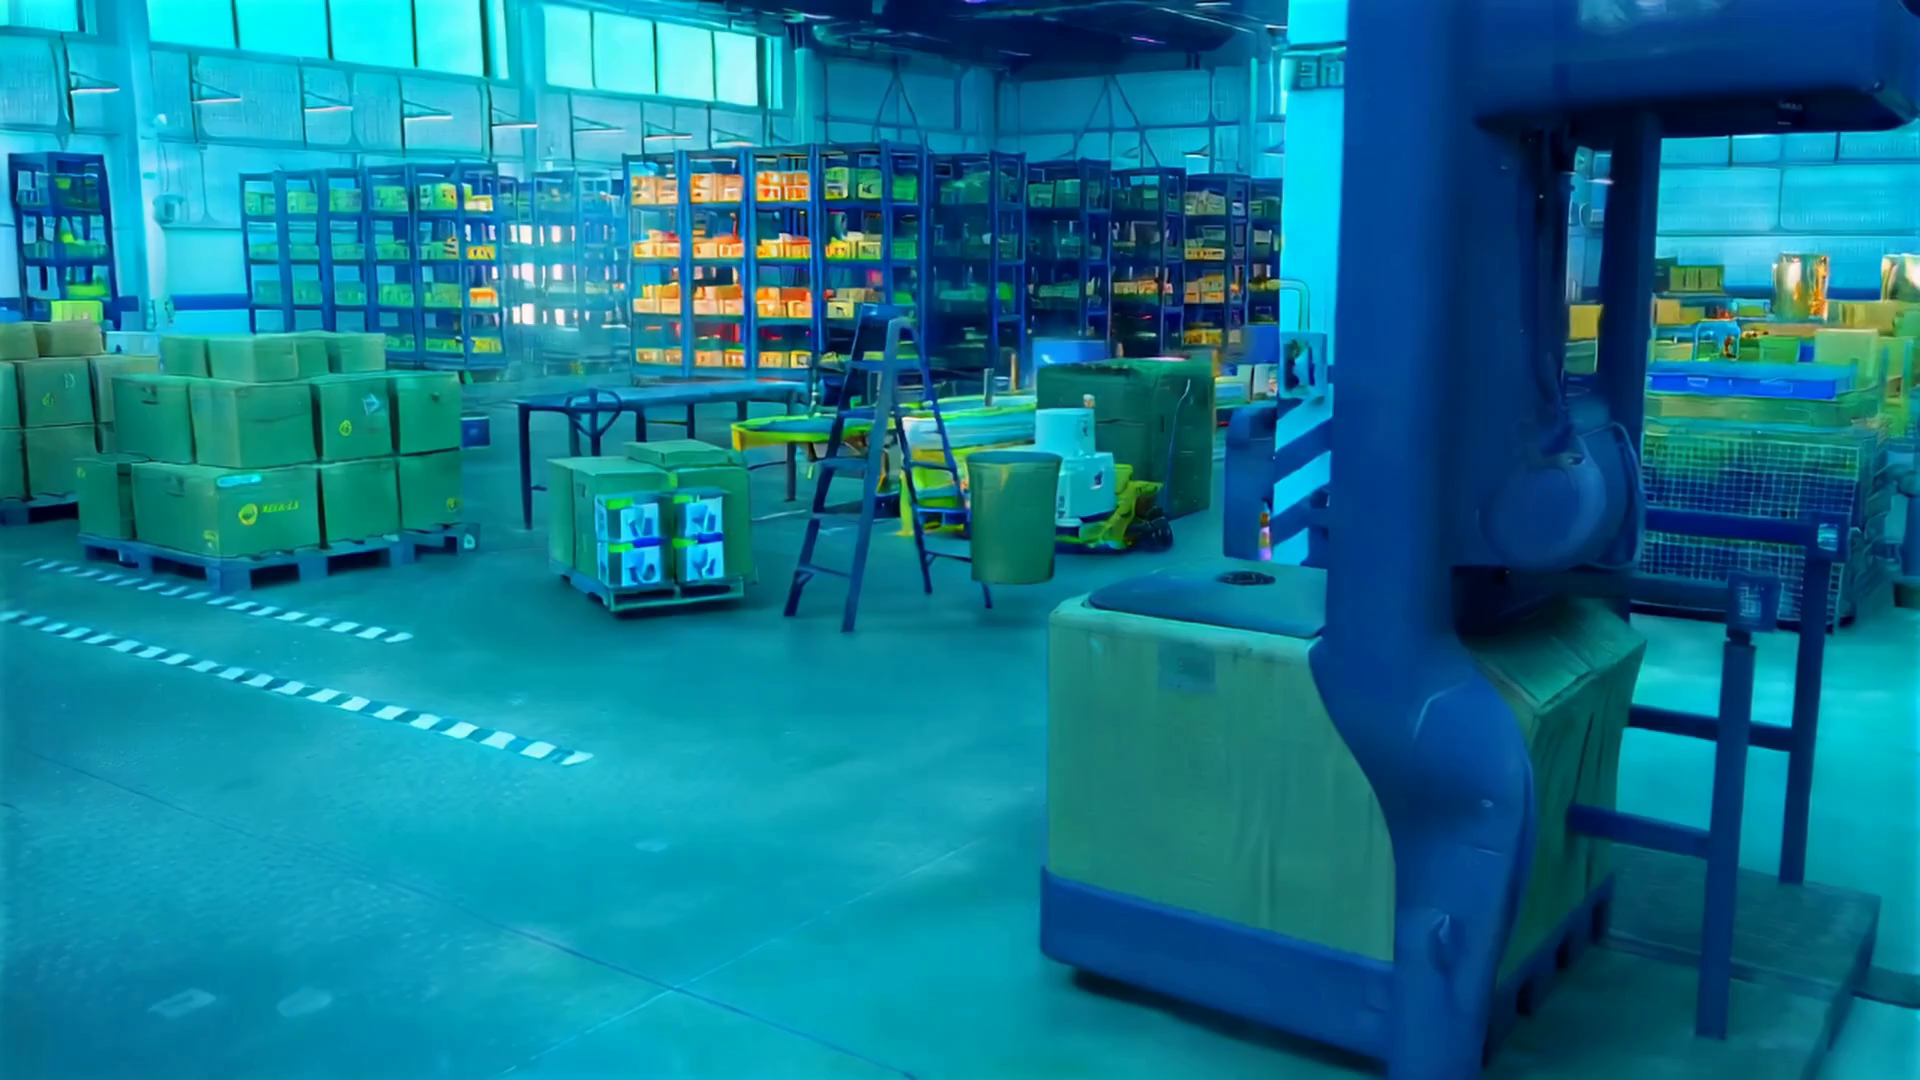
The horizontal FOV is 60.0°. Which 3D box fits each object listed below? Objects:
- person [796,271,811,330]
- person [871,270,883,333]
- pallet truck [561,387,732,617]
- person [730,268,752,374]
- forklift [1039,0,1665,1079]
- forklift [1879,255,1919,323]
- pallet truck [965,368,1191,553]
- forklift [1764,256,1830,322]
[{"bbox_3d":[-3.253,-4.513,33.558,0.567,1.828,0.728,8,12,39],"label":"person"},{"bbox_3d":[-1.708,-4.522,33.579,0.404,1.837,0.590,1,10,6],"label":"person"},{"bbox_3d":[-1.981,-0.274,10.088,0.680,1.201,1.601,-5,11,-28],"label":"pallet truck"},{"bbox_3d":[-3.747,-3.862,29.322,0.638,1.939,0.975,7,12,34],"label":"person"},{"bbox_3d":[1.249,-0.137,4.360,1.873,2.768,1.129,7,12,35],"label":"forklift"},{"bbox_3d":[22.089,-5.634,38.796,1.157,1.987,2.680,6,11,33],"label":"forklift"},{"bbox_3d":[0.845,-0.609,11.869,1.630,1.274,0.653,7,12,35],"label":"pallet truck"},{"bbox_3d":[20.253,-5.854,40.139,1.157,1.987,2.680,7,12,35],"label":"forklift"}]
